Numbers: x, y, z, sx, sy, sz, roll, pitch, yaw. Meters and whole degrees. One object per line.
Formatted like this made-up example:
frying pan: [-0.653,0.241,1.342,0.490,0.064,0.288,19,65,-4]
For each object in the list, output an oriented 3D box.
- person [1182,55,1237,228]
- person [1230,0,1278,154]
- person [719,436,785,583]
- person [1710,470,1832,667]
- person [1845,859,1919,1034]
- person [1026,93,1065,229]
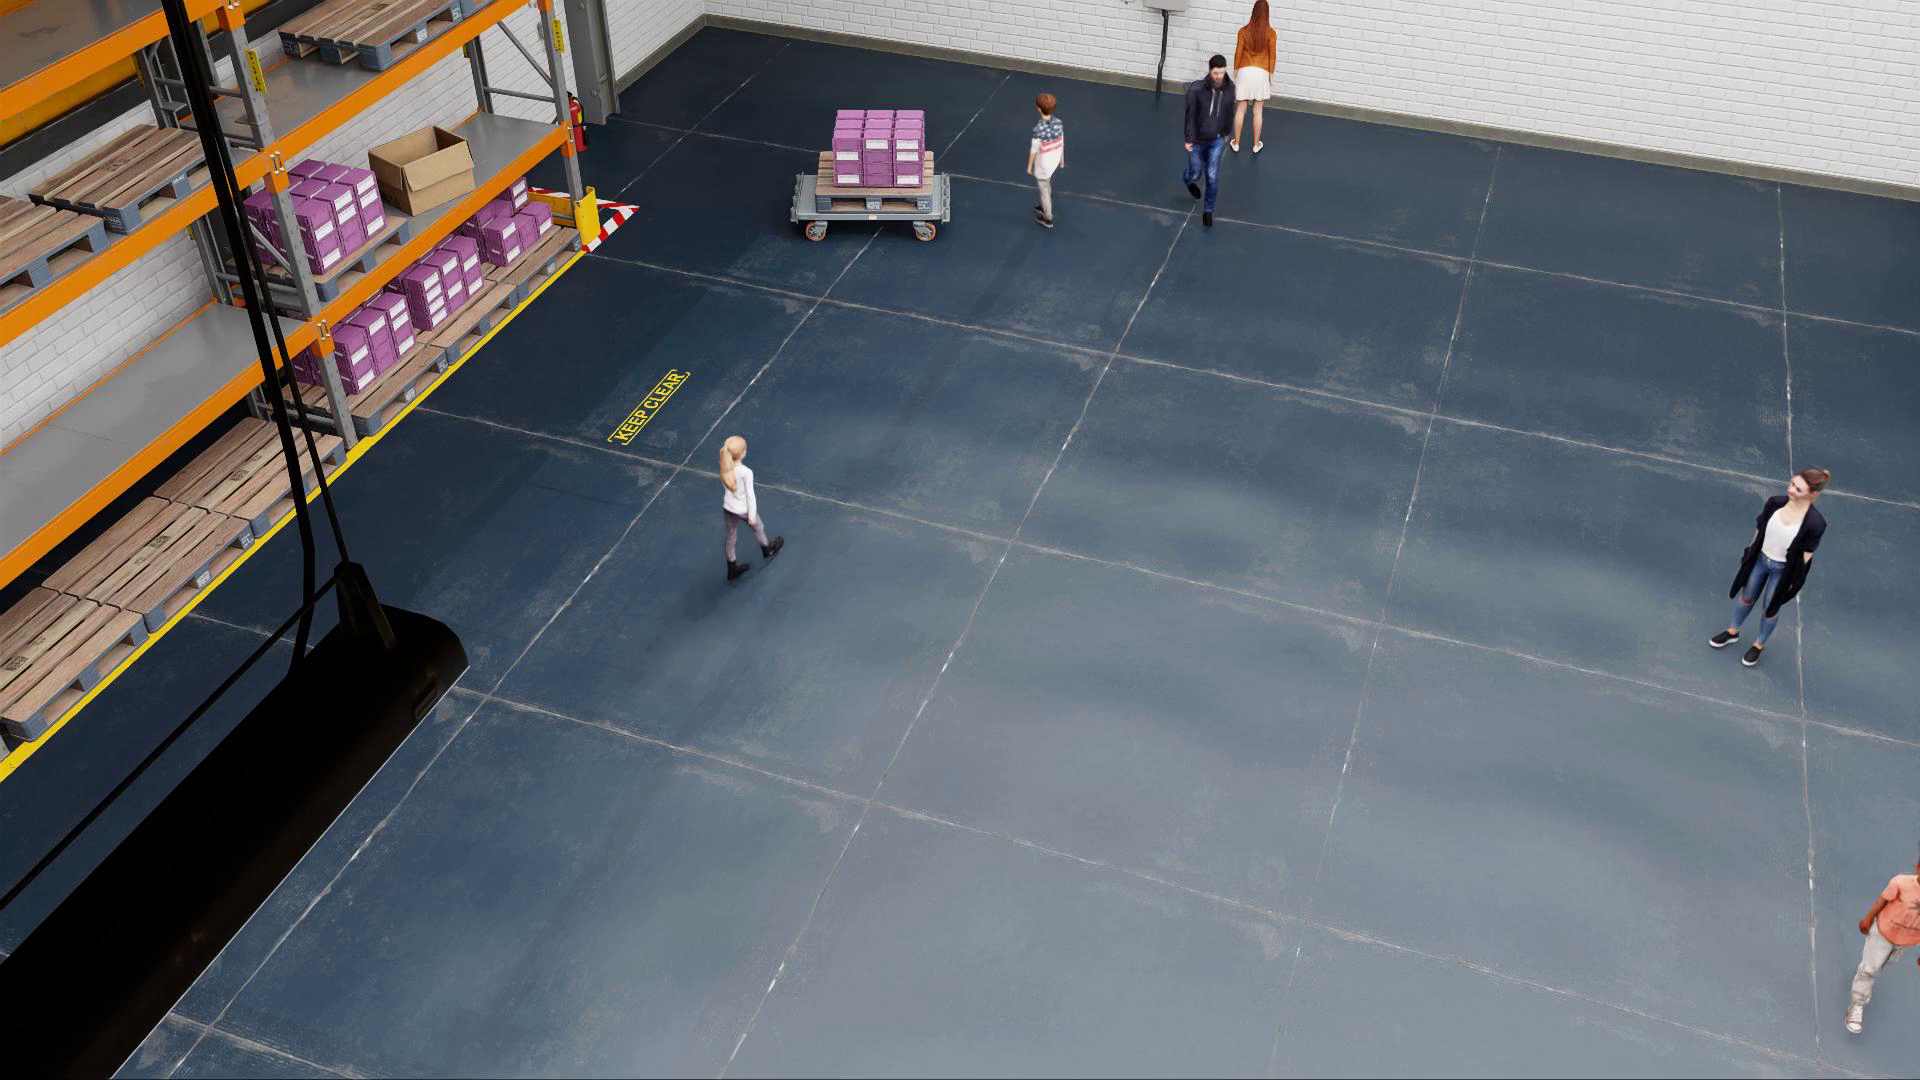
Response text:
person: [2.543,-4.199,17.239,0.939,1.853,1.124,-6,39,-8]
person: [3.268,-5.174,18.566,0.662,1.720,0.616,6,39,8]
person: [-1.730,-0.210,12.721,0.616,1.258,0.854,21,43,25]
person: [5.849,0.169,11.905,0.750,1.683,0.722,-24,44,-27]
person: [5.445,2.211,9.661,0.502,1.294,0.716,13,40,15]
person: [0.938,-3.914,17.220,0.684,1.430,0.740,-27,46,-29]
